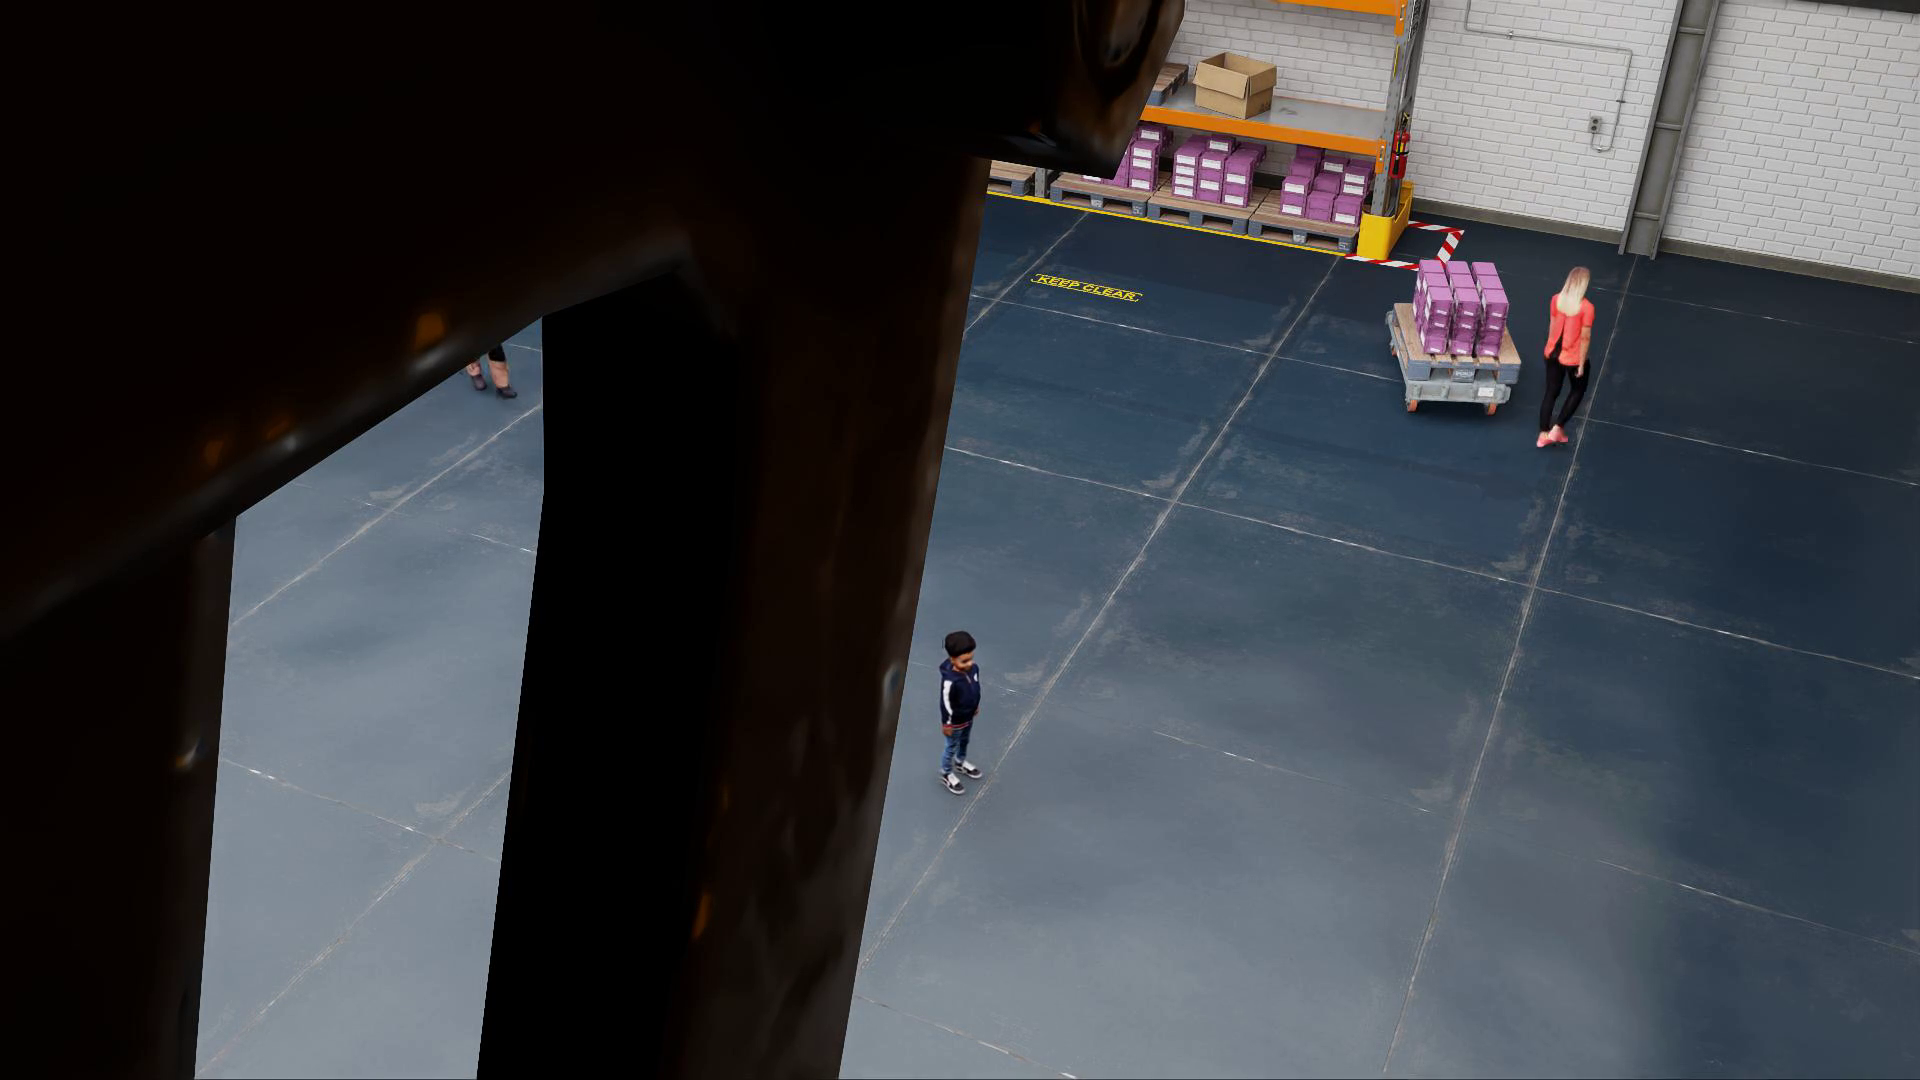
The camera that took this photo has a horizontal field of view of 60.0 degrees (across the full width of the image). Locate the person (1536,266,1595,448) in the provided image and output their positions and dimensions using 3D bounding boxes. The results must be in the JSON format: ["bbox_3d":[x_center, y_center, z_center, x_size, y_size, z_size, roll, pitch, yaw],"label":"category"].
[{"bbox_3d":[5.242,-1.566,14.611,0.796,1.673,0.695,-20,38,-27],"label":"person"}]

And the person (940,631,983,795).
[{"bbox_3d":[-0.001,1.112,10.988,0.535,1.223,0.561,23,40,31],"label":"person"}]
